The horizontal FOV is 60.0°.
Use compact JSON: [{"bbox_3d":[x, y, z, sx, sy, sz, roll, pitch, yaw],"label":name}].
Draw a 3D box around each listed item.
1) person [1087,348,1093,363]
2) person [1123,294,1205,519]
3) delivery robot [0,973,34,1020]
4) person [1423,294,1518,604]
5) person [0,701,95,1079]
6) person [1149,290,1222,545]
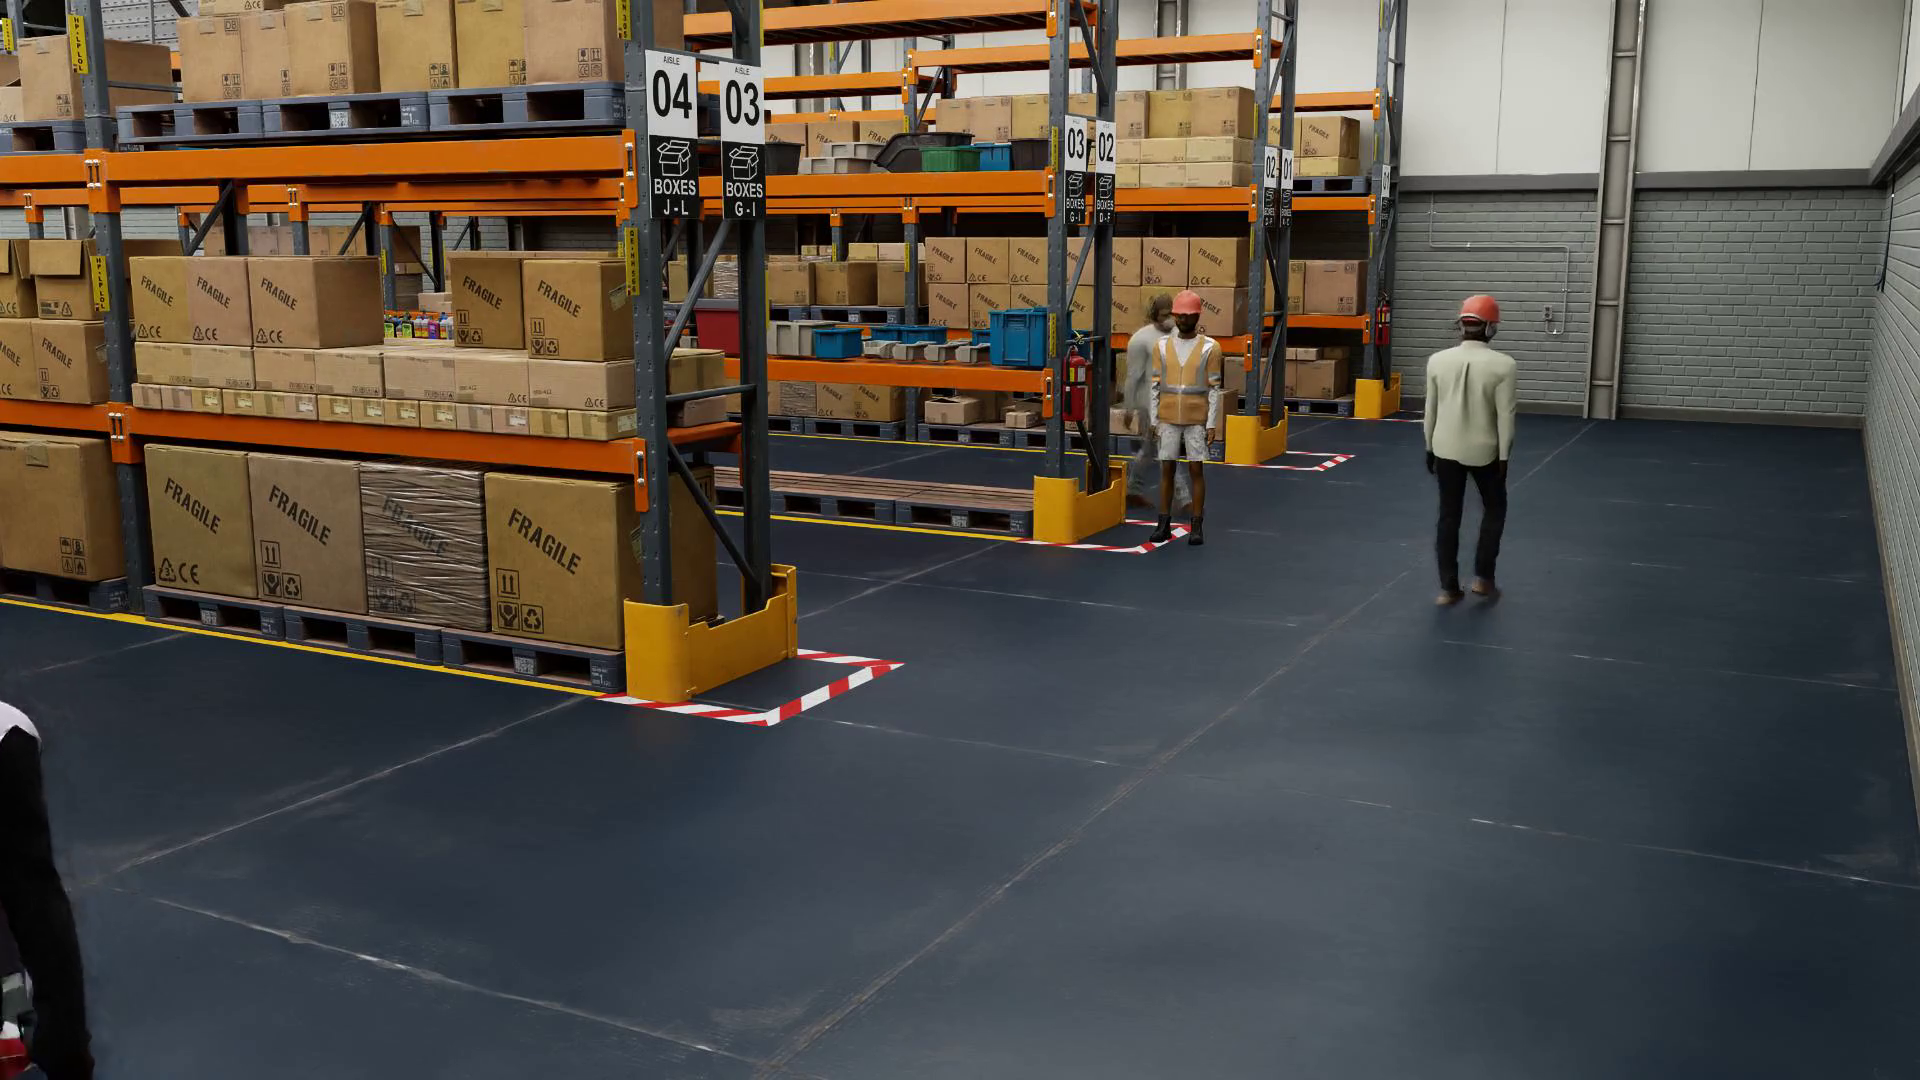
[{"bbox_3d":[1.675,-2.678,22.381,0.575,1.883,0.355,-6,12,-28],"label":"person"},{"bbox_3d":[1.699,-1.119,13.926,0.711,1.873,1.012,-8,13,-38],"label":"person"},{"bbox_3d":[-2.888,1.204,4.577,0.477,0.478,0.707,9,14,39],"label":"delivery robot"},{"bbox_3d":[3.266,-0.575,10.650,0.624,1.977,0.539,7,12,34],"label":"person"},{"bbox_3d":[-1.919,0.906,2.842,0.601,1.871,0.954,2,11,9],"label":"person"},{"bbox_3d":[1.705,-0.930,12.686,0.545,1.942,0.349,4,11,19],"label":"person"}]
